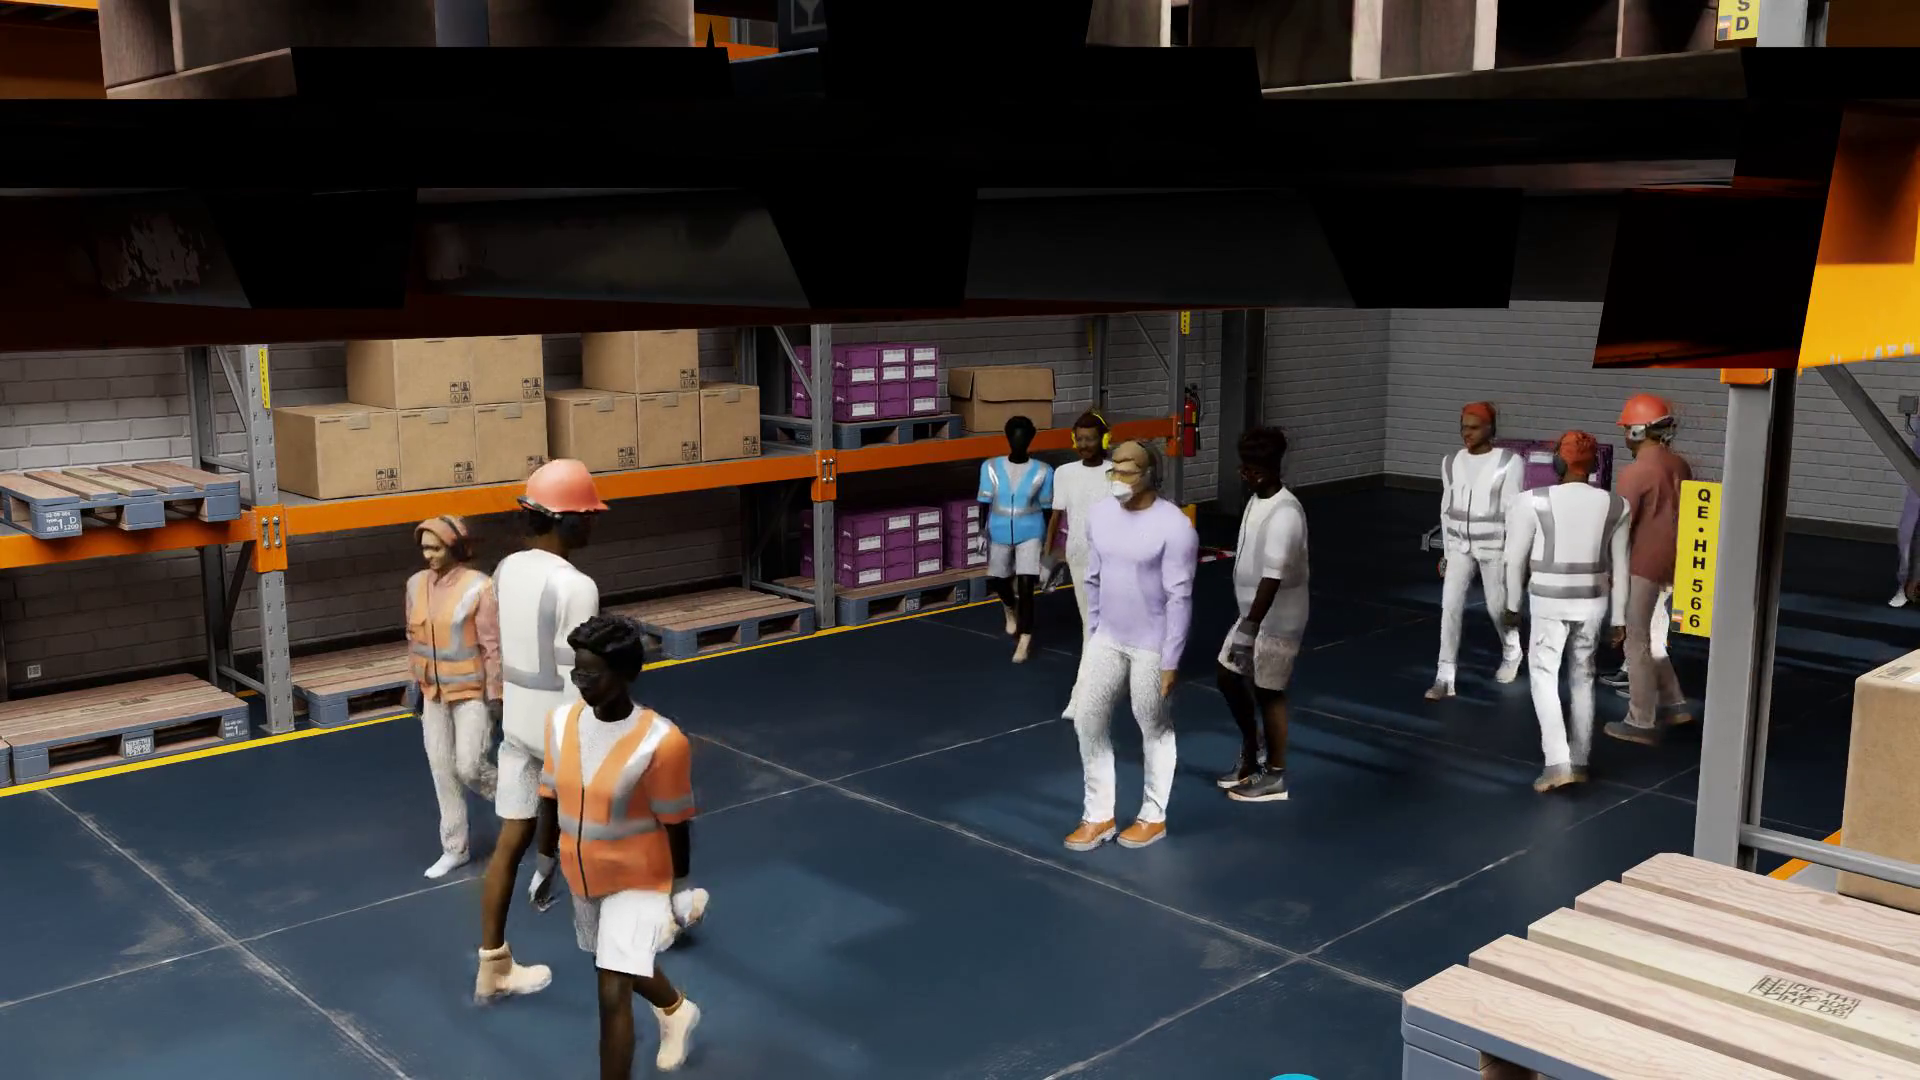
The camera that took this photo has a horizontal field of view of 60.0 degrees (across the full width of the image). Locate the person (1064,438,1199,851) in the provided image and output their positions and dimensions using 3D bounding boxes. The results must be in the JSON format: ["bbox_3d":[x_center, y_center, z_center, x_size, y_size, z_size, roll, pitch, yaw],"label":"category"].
[{"bbox_3d":[0.734,0.502,7.552,0.661,1.917,0.701,9,13,43],"label":"person"}]

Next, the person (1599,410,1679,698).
[{"bbox_3d":[4.264,0.066,10.364,0.404,1.832,0.590,1,10,5],"label":"person"}]

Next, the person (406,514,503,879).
[{"bbox_3d":[-2.206,0.674,7.420,0.513,1.623,0.463,5,11,26],"label":"person"}]

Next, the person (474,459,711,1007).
[{"bbox_3d":[-1.441,0.687,6.248,0.634,1.989,1.032,9,13,42],"label":"person"}]

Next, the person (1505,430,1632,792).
[{"bbox_3d":[3.131,0.375,8.517,0.591,1.855,0.659,1,10,5],"label":"person"}]

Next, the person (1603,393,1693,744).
[{"bbox_3d":[3.852,0.163,9.387,0.659,1.972,0.455,-8,13,-39],"label":"person"}]

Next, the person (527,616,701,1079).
[{"bbox_3d":[-1.039,1.028,5.234,0.524,1.662,0.822,6,11,30],"label":"person"}]

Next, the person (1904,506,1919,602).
[{"bbox_3d":[5.676,0.208,9.343,0.624,1.900,0.613,7,12,35],"label":"person"}]

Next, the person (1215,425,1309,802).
[{"bbox_3d":[1.466,0.385,8.226,0.495,1.932,0.647,-2,10,-10],"label":"person"}]

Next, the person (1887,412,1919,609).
[{"bbox_3d":[7.494,-0.340,12.657,0.511,1.867,0.662,-6,11,-30],"label":"person"}]

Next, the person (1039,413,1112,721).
[{"bbox_3d":[0.770,0.137,10.033,0.547,1.808,1.001,4,11,23],"label":"person"}]

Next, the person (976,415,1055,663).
[{"bbox_3d":[0.402,-0.043,11.458,0.537,1.672,0.725,2,10,13],"label":"person"}]

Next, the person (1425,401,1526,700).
[{"bbox_3d":[3.279,0.049,10.423,0.589,1.855,0.912,9,13,43],"label":"person"}]
